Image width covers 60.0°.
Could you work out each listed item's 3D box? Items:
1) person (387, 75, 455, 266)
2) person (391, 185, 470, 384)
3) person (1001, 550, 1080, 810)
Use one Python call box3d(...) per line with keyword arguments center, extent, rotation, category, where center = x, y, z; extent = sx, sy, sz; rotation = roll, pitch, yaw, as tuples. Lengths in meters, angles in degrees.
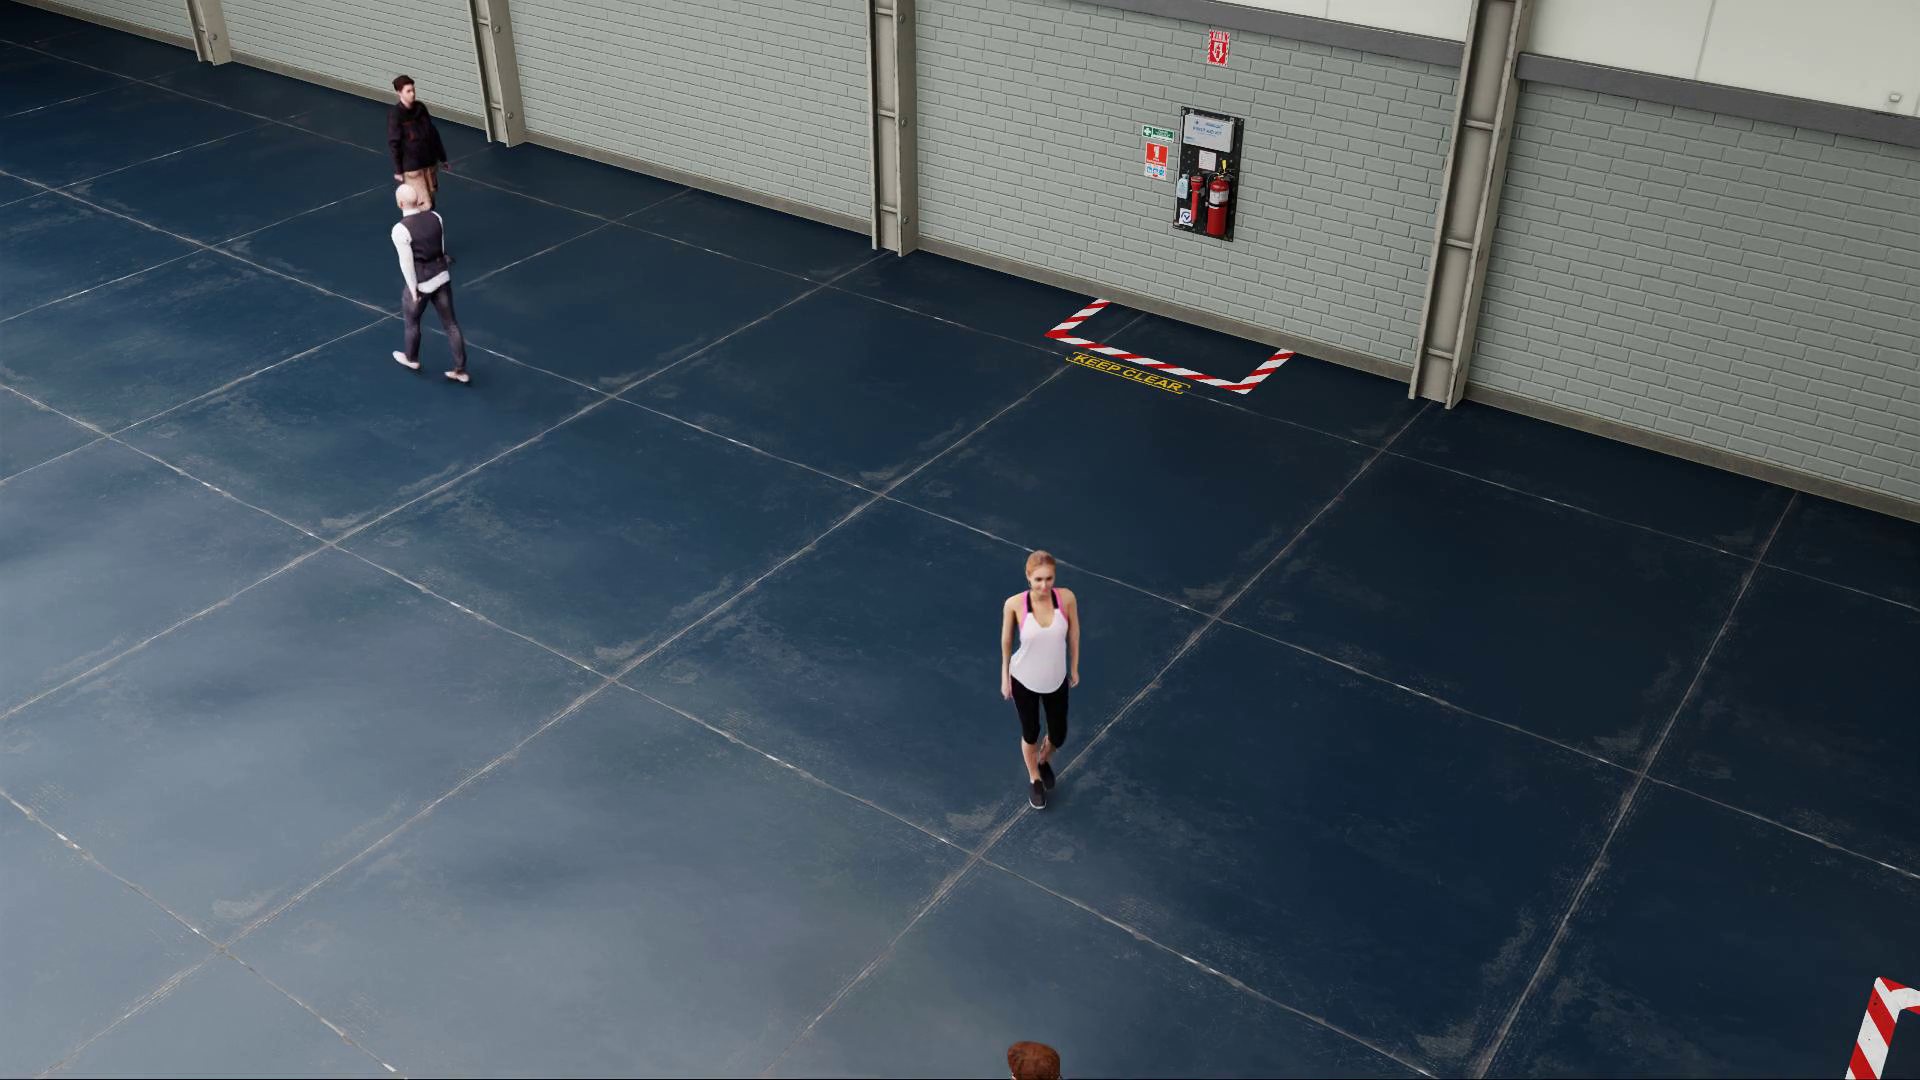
box3d(center=(-5.596, -3.813, 17.014), extent=(0.923, 1.906, 0.771), rotation=(15, 35, 22), category="person")
box3d(center=(-4.599, -2.196, 14.563), extent=(1.070, 1.787, 0.693), rotation=(22, 39, 31), category="person")
box3d(center=(0.460, 0.775, 9.860), extent=(0.747, 1.780, 0.815), rotation=(-3, 32, -5), category="person")
